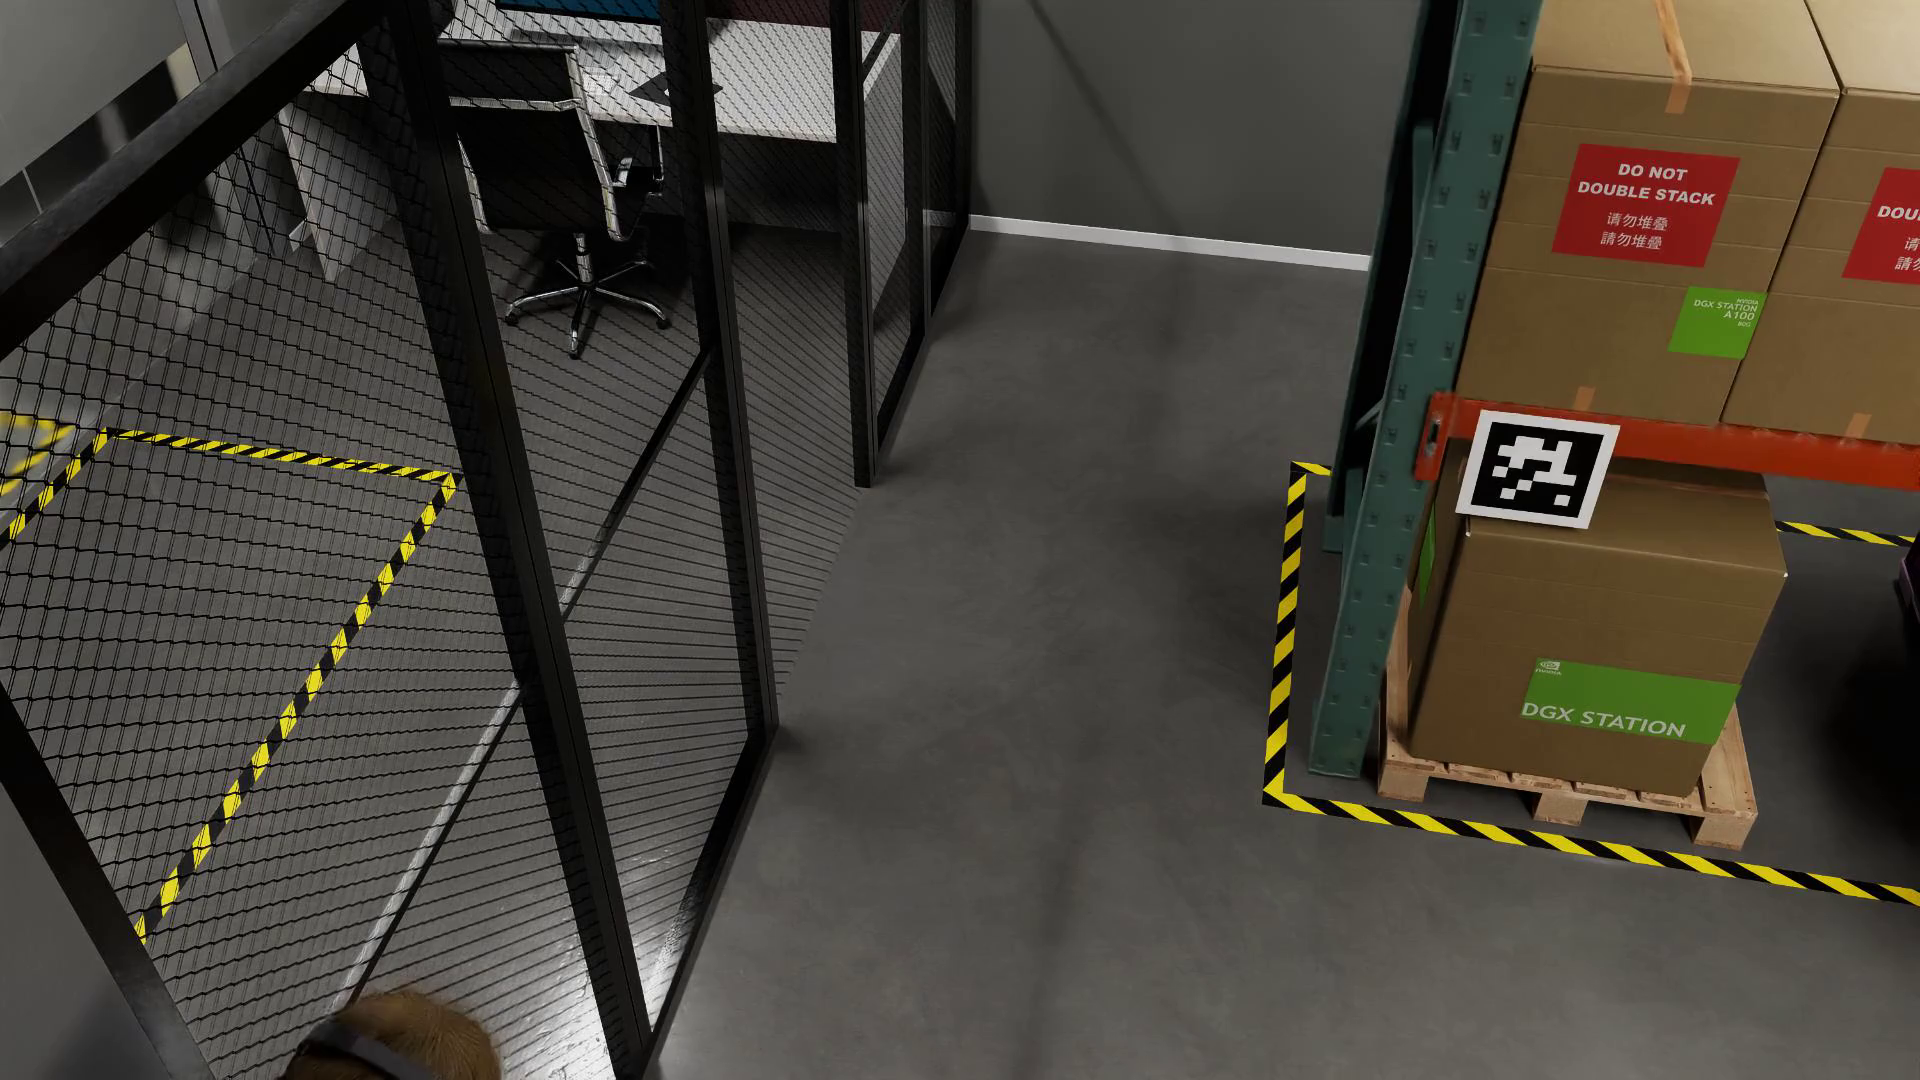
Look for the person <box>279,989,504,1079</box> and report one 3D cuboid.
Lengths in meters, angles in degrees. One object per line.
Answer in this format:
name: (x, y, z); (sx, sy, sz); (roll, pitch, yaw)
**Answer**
person: (-0.527, 1.163, 2.160); (0.635, 1.936, 0.356); (19, 44, 20)
